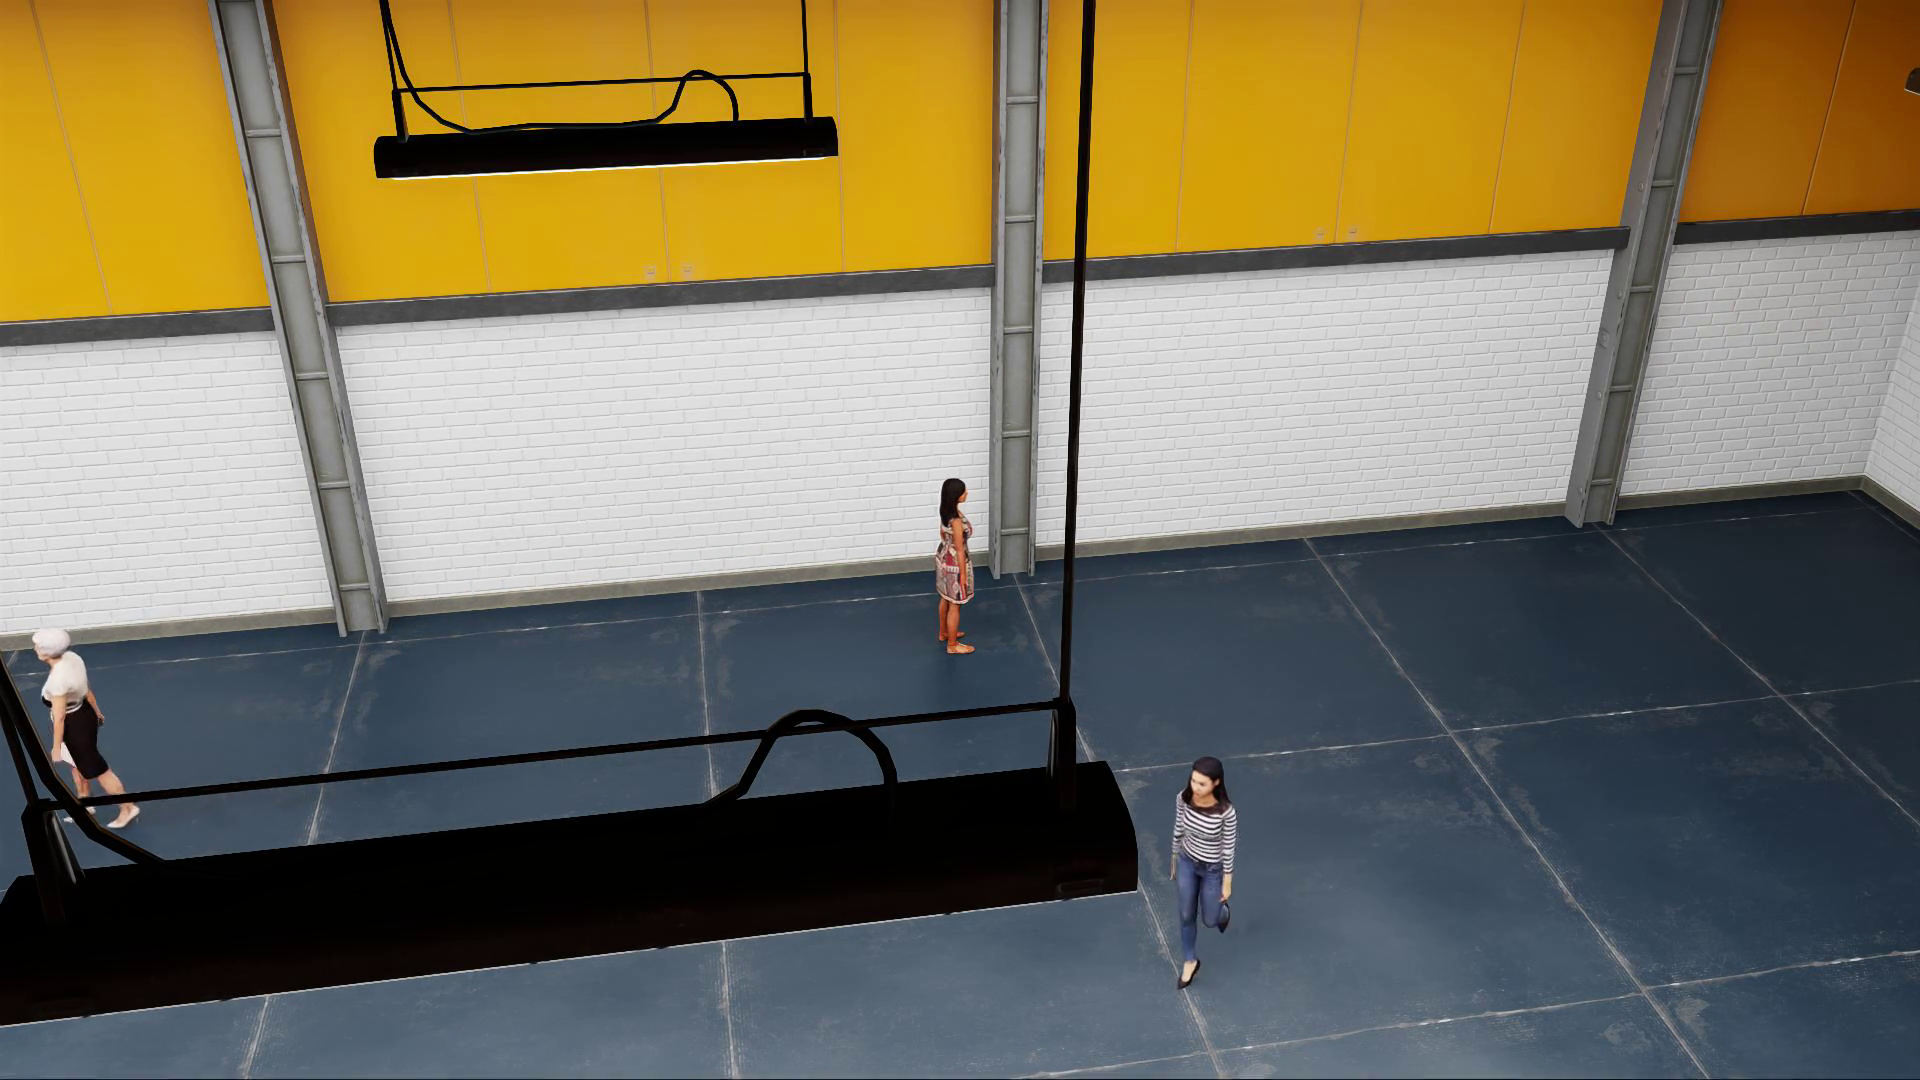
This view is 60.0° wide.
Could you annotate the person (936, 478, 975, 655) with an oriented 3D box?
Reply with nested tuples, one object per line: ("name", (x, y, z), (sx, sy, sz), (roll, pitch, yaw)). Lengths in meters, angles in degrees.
("person", (-0.060, 0.203, 14.468), (0.569, 1.645, 0.678), (-9, 30, -16))

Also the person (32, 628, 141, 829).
("person", (-6.342, 1.397, 12.186), (0.808, 1.734, 0.692), (-7, 29, -13))

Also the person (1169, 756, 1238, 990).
("person", (1.618, 2.124, 10.809), (0.895, 1.777, 0.948), (18, 33, 29))
